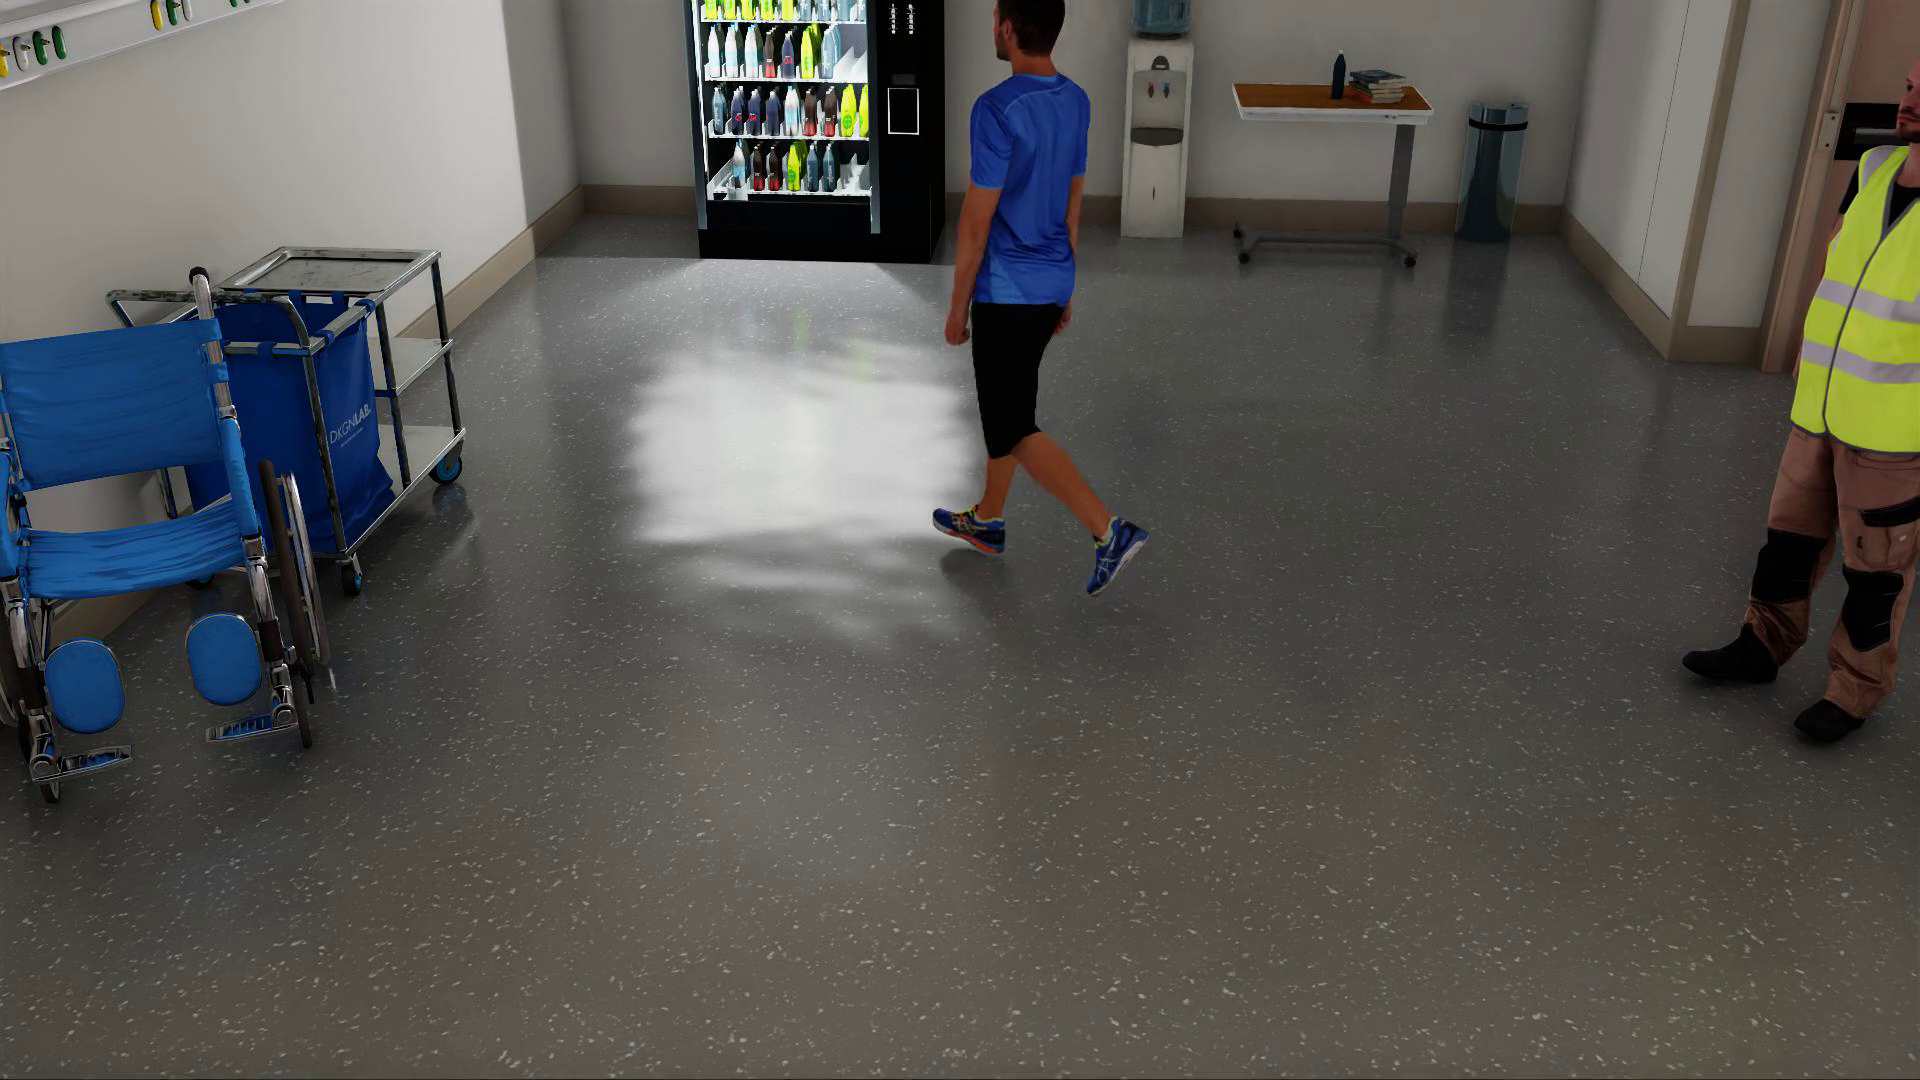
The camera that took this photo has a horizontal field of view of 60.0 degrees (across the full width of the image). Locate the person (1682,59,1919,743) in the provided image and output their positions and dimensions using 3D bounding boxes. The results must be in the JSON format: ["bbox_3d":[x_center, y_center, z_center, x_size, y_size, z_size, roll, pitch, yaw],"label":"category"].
[{"bbox_3d":[2.370,-0.376,4.314,0.881,1.846,0.840,-11,28,-22],"label":"person"}]

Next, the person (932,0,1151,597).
[{"bbox_3d":[0.240,-0.705,4.996,1.227,1.846,1.022,19,32,34],"label":"person"}]
